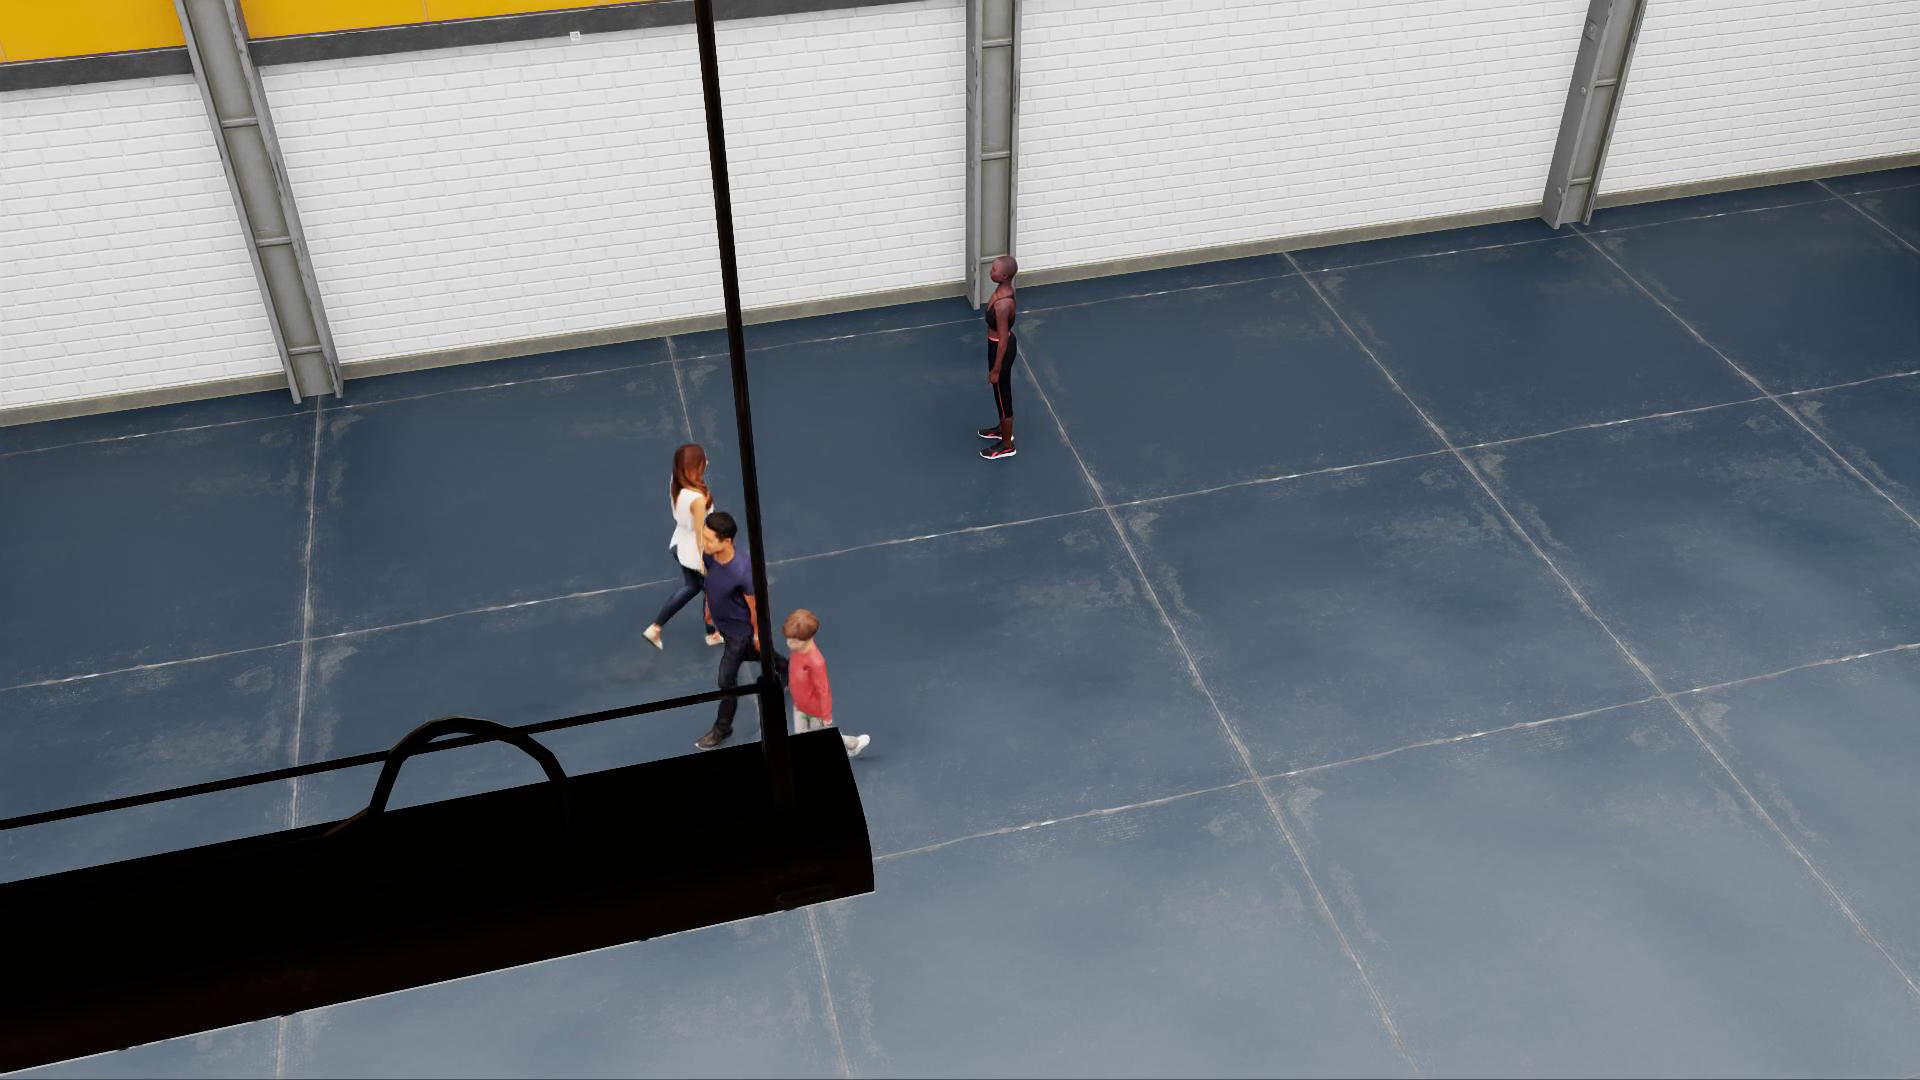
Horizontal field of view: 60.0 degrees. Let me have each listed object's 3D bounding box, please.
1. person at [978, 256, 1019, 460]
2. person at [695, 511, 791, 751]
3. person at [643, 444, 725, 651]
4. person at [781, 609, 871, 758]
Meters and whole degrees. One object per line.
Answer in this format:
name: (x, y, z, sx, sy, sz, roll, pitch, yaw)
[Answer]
person: (0.341, -1.457, 13.104, 0.608, 1.758, 0.631, 0, 39, 0)
person: (-1.364, 0.500, 10.656, 1.243, 1.756, 0.995, -27, 46, -30)
person: (-1.859, 0.105, 11.144, 1.000, 1.763, 0.784, -22, 44, -26)
person: (-0.861, 0.961, 10.367, 0.876, 1.396, 0.682, -20, 43, -24)
